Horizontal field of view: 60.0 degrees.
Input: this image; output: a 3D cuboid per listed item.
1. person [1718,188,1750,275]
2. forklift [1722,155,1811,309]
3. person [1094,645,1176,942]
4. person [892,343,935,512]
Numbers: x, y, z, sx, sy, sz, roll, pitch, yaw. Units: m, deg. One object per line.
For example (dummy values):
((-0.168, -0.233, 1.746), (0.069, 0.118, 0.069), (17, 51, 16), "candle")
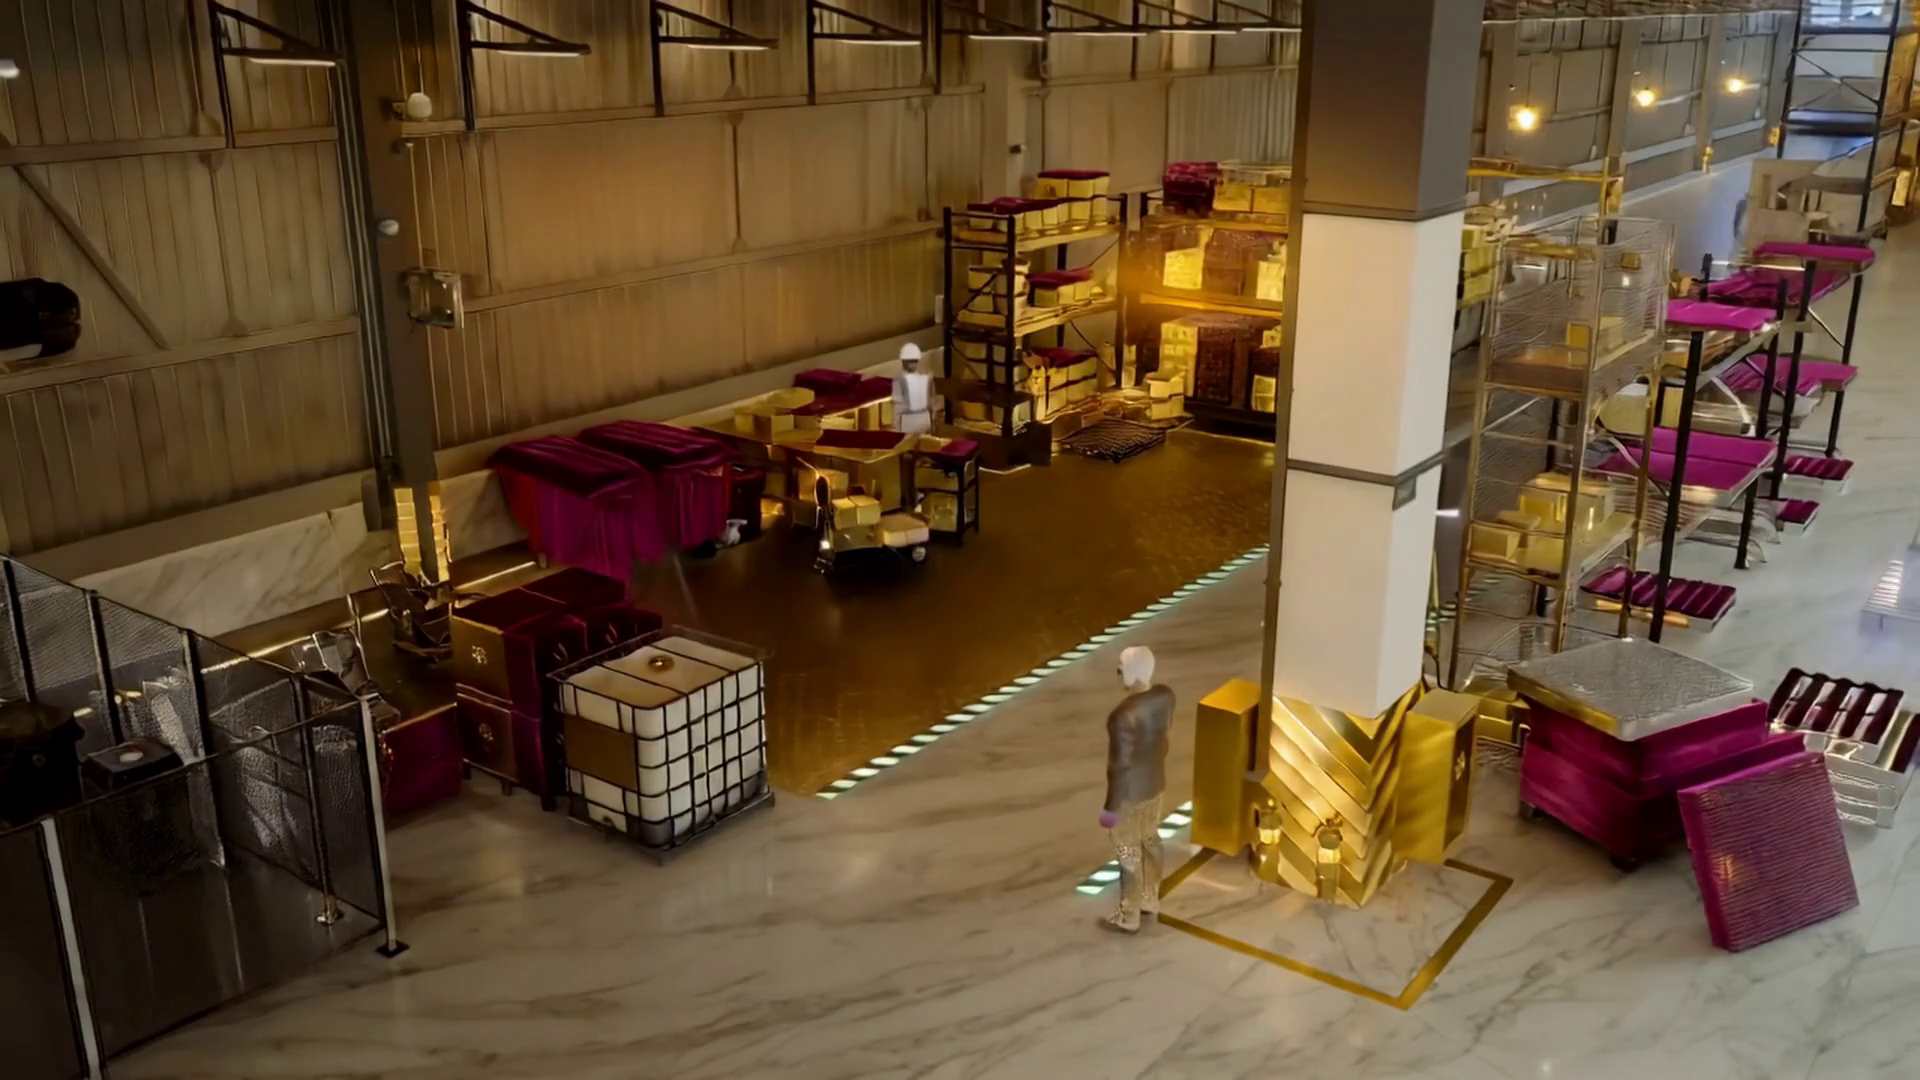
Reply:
((16.316, -6.412, 34.771), (0.475, 1.909, 0.646), (2, 18, 7), "person")
((15.423, -5.874, 31.598), (1.129, 2.768, 1.873), (13, 22, 34), "forklift")
((1.080, 1.560, 10.335), (0.372, 1.940, 0.632), (13, 22, 34), "person")
((-0.545, -1.286, 19.048), (0.544, 1.939, 0.372), (-10, 21, -28), "person")
